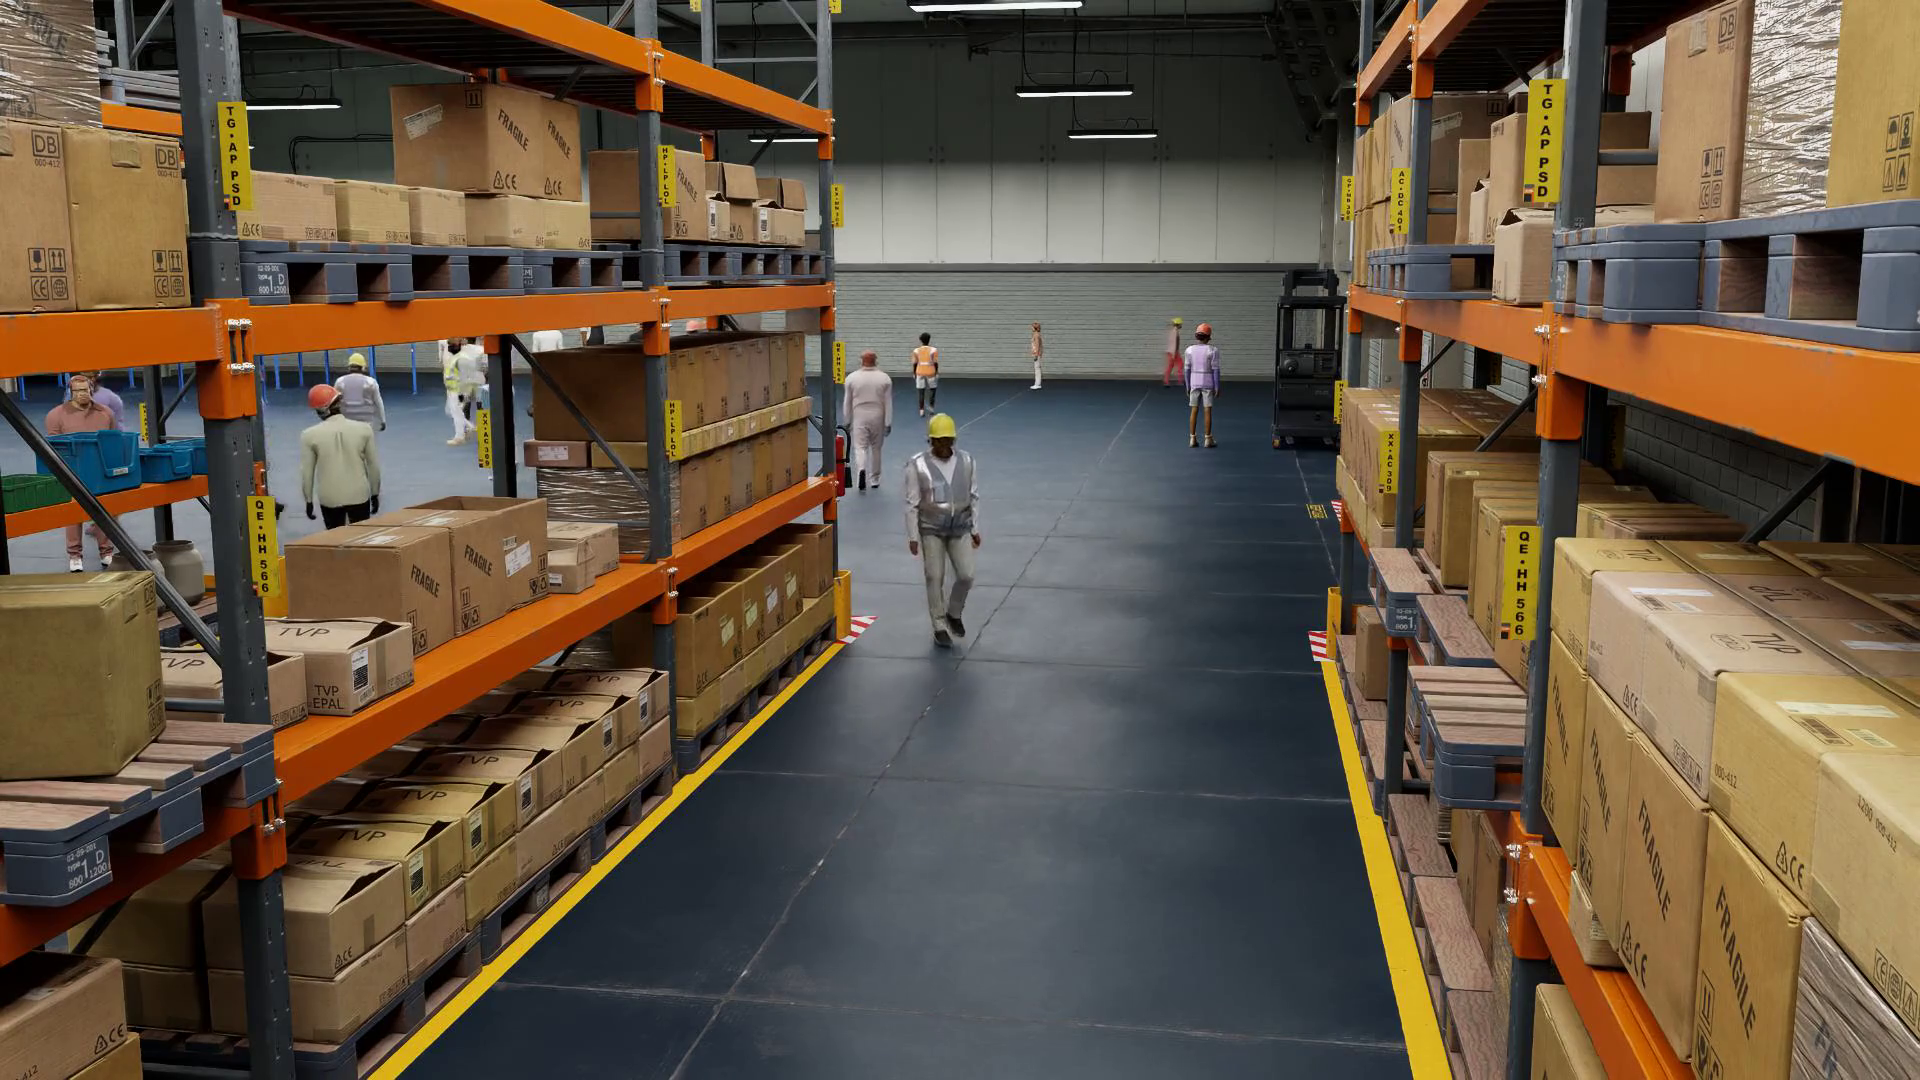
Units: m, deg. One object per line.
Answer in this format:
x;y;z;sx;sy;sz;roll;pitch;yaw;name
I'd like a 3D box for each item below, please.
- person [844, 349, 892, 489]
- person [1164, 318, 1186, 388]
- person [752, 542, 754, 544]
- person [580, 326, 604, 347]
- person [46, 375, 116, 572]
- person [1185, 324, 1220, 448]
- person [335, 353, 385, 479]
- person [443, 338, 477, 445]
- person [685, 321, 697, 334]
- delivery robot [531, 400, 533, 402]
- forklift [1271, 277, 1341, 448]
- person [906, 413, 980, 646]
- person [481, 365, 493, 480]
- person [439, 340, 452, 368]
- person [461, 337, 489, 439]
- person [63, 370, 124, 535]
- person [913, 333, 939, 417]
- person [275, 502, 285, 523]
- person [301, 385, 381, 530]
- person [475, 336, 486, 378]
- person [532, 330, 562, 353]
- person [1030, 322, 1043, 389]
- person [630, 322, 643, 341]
-1.227;-1.608;22.253;0.652;1.880;0.817;0;9;-2;person
5.475;-4.696;41.716;0.745;1.741;0.537;-1;9;-3;person
-1.982;-0.526;16.284;0.309;1.645;0.514;0;9;-1;person
-9.448;-5.035;43.004;0.536;2.000;0.674;6;11;31;person
-8.539;-0.656;16.277;0.408;1.906;0.654;9;13;44;person
4.035;-2.568;27.648;0.607;2.044;0.375;5;10;28;person
-8.278;-1.683;22.997;0.619;1.778;0.942;-1;9;-3;person
-8.456;-2.522;28.029;0.465;1.826;0.645;-5;11;-29;person
-5.409;-3.467;33.652;0.565;1.901;0.822;4;10;21;person
-8.258;-2.906;33.352;0.335;0.223;0.698;8;13;42;delivery robot
5.847;-3.016;27.970;1.129;2.768;1.873;1;9;9;forklift
-0.130;-0.084;13.012;0.627;1.819;0.426;-3;10;-19;person
-6.421;-1.626;23.145;0.456;1.626;0.514;5;10;27;person
-12.149;-4.303;39.644;0.522;1.609;0.602;-2;9;-11;person
-8.476;-2.741;28.949;0.613;1.965;0.361;0;9;-1;person
-9.724;-1.055;18.761;0.632;1.908;0.924;0;9;3;person
-0.669;-3.342;33.551;0.553;1.672;0.671;2;9;12;person
-7.813;-0.978;18.223;0.662;1.917;0.559;-8;12;-39;person
-5.343;-0.366;14.397;0.643;1.949;0.419;-5;11;-29;person
-8.670;-2.982;30.701;0.671;1.885;0.554;0;9;2;person
-9.077;-3.950;36.552;0.633;1.926;0.484;-5;10;-28;person
1.894;-4.557;41.152;0.313;1.642;0.513;0;9;2;person
-6.587;-3.691;34.723;0.622;1.990;0.400;-5;10;-26;person
